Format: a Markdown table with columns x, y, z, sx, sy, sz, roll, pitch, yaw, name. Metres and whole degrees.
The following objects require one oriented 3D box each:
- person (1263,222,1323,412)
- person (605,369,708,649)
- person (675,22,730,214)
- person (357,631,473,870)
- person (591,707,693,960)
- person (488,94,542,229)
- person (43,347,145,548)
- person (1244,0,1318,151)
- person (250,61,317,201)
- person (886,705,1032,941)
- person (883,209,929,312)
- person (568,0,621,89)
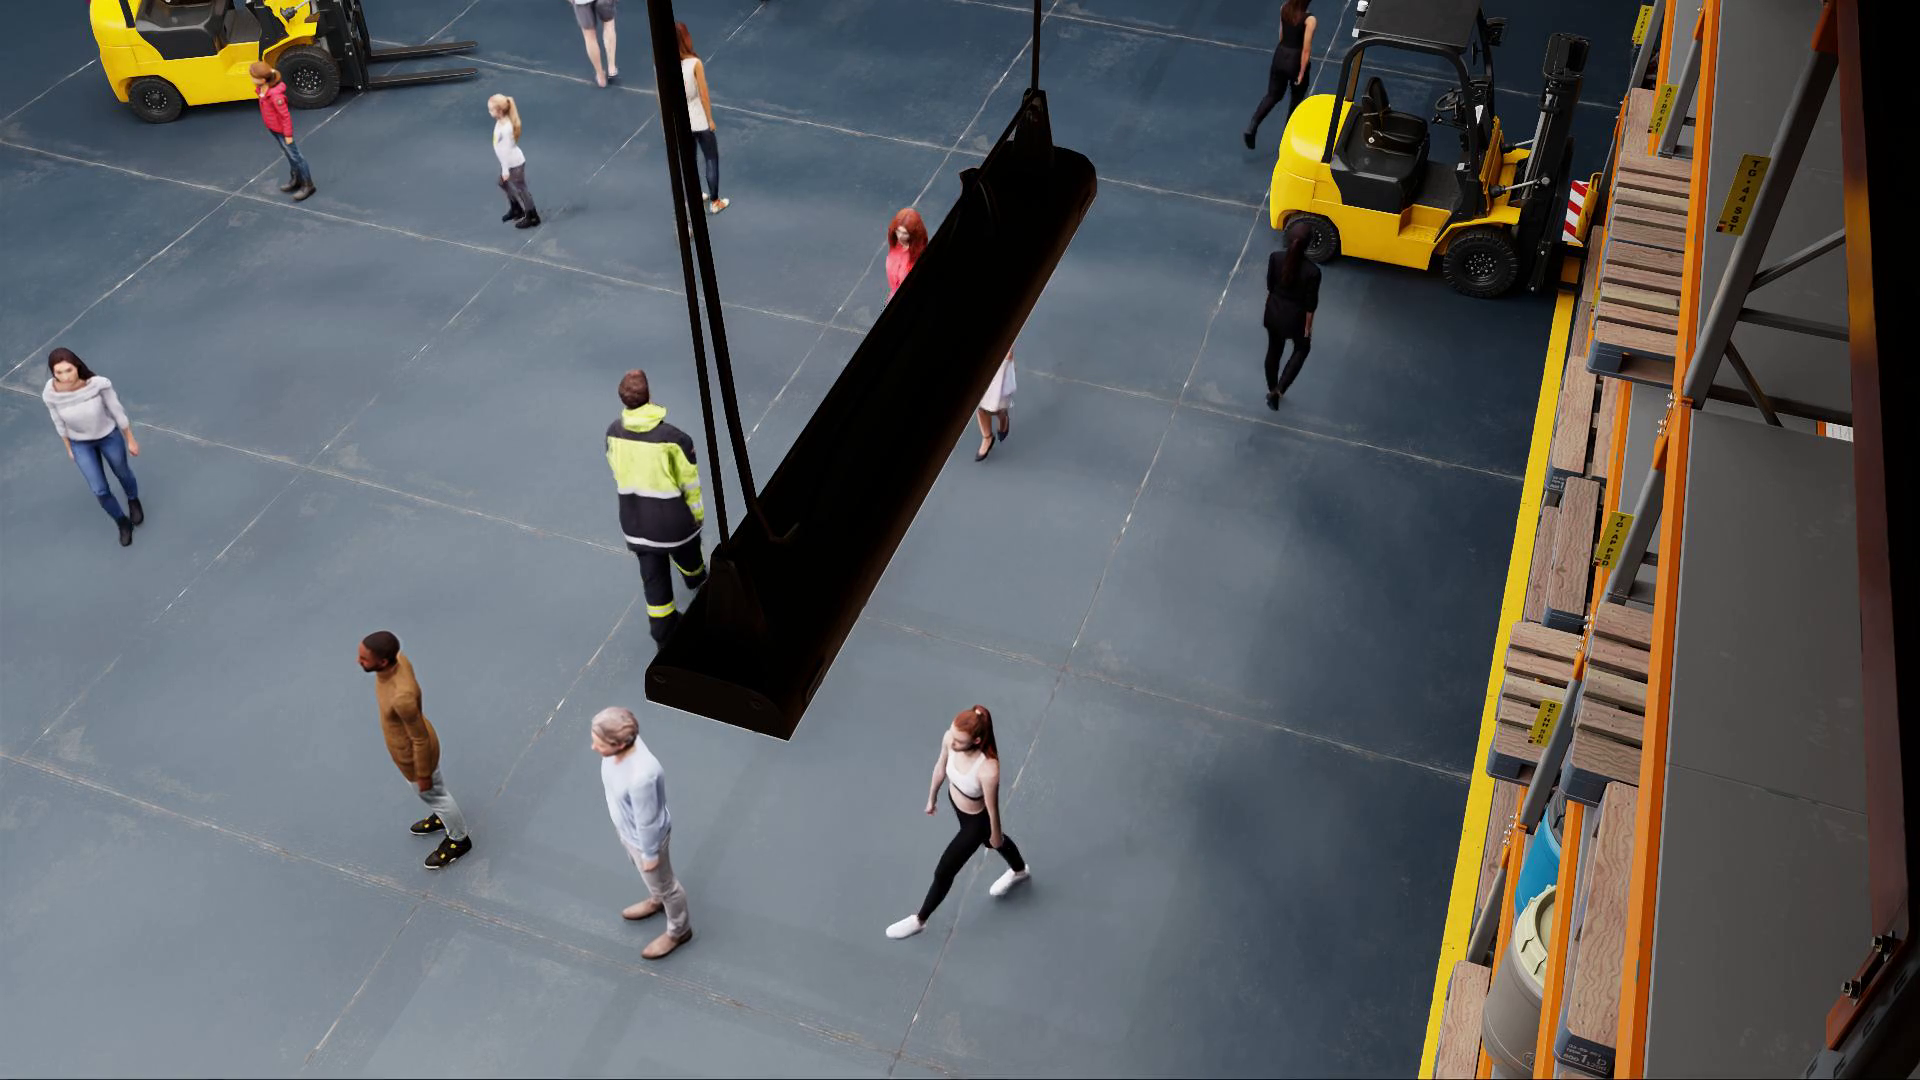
| x | y | z | sx | sy | sz | roll | pitch | yaw | name |
| --- | --- | --- | --- | --- | --- | --- | --- | --- | --- |
| 2.418 | -1.621 | 12.493 | 0.687 | 1.650 | 0.764 | 26 | 49 | 25 | person |
| -1.946 | -0.141 | 10.742 | 0.959 | 1.924 | 1.209 | 10 | 44 | 10 | person |
| -2.380 | -3.636 | 14.516 | 0.660 | 1.777 | 0.569 | 18 | 47 | 18 | person |
| -3.099 | 1.167 | 9.447 | 0.757 | 1.816 | 0.723 | -22 | 48 | -22 | person |
| -1.711 | 1.543 | 8.999 | 0.783 | 1.889 | 0.748 | -23 | 48 | -22 | person |
| -3.853 | -3.315 | 14.548 | 0.680 | 1.269 | 0.619 | -15 | 46 | -16 | person |
| -6.007 | -0.731 | 11.588 | 0.806 | 1.611 | 0.867 | -15 | 46 | -15 | person |
| 2.988 | -4.353 | 15.350 | 1.109 | 1.666 | 0.873 | -34 | 53 | -30 | person |
| -6.073 | -3.697 | 14.916 | 0.579 | 1.315 | 0.599 | 34 | 53 | 31 | person |
| 0.136 | 1.496 | 9.195 | 1.234 | 1.687 | 1.099 | -22 | 48 | -22 | person |
| -0.304 | -1.773 | 12.537 | 0.734 | 1.810 | 0.749 | 34 | 53 | 30 | person |
| -3.582 | -5.257 | 16.185 | 0.798 | 1.823 | 0.816 | -8 | 44 | -9 | person |
